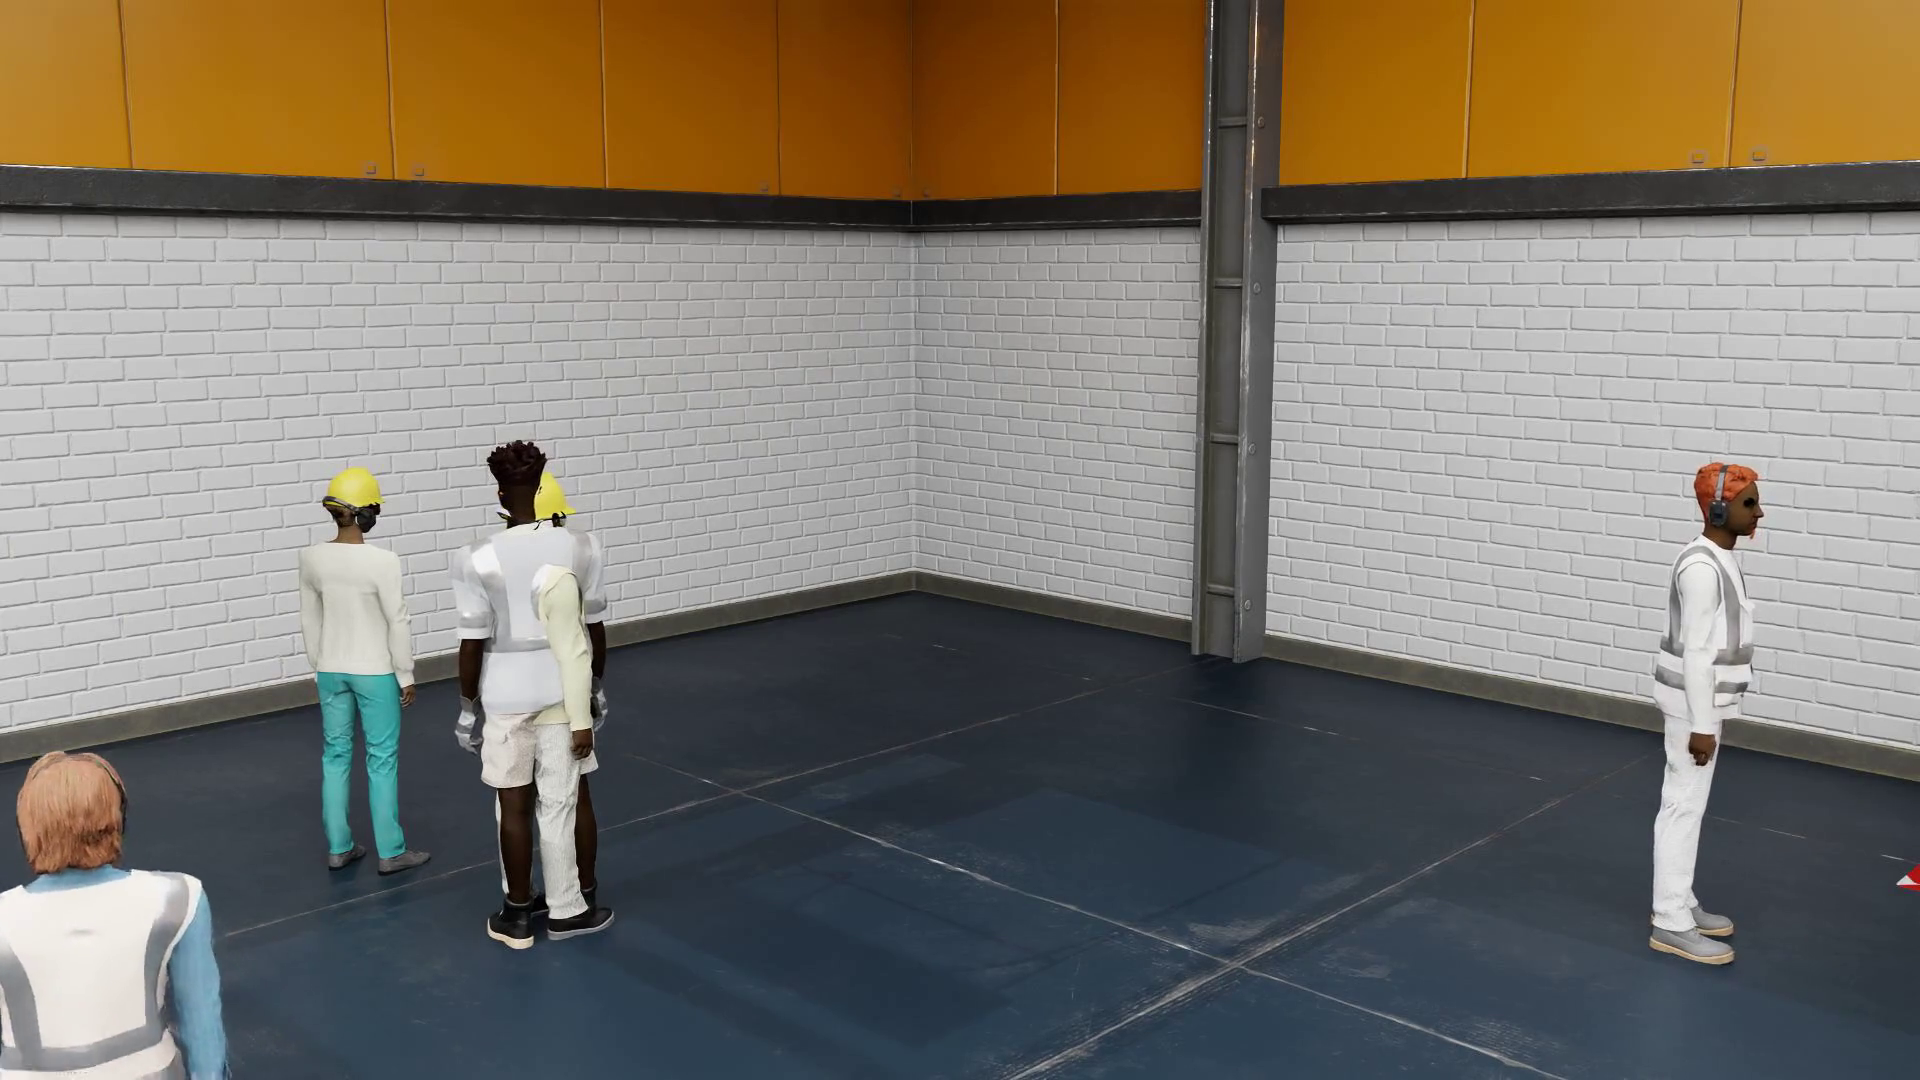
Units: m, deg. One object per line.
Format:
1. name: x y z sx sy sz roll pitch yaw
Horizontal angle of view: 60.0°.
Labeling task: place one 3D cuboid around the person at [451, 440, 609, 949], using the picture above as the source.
1. person: -1.651 0.593 6.428 0.602 1.958 0.381 -6 11 -32

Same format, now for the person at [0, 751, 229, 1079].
1. person: -1.865 1.235 3.554 0.520 1.613 0.707 -7 11 -35

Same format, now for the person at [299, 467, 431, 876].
1. person: -2.577 0.568 7.172 0.529 1.768 0.312 3 10 17

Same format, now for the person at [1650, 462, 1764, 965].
1. person: 2.844 0.643 6.356 0.362 1.883 0.575 5 11 28

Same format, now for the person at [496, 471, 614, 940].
1. person: -1.635 0.643 6.509 0.594 1.832 0.404 7 12 36
